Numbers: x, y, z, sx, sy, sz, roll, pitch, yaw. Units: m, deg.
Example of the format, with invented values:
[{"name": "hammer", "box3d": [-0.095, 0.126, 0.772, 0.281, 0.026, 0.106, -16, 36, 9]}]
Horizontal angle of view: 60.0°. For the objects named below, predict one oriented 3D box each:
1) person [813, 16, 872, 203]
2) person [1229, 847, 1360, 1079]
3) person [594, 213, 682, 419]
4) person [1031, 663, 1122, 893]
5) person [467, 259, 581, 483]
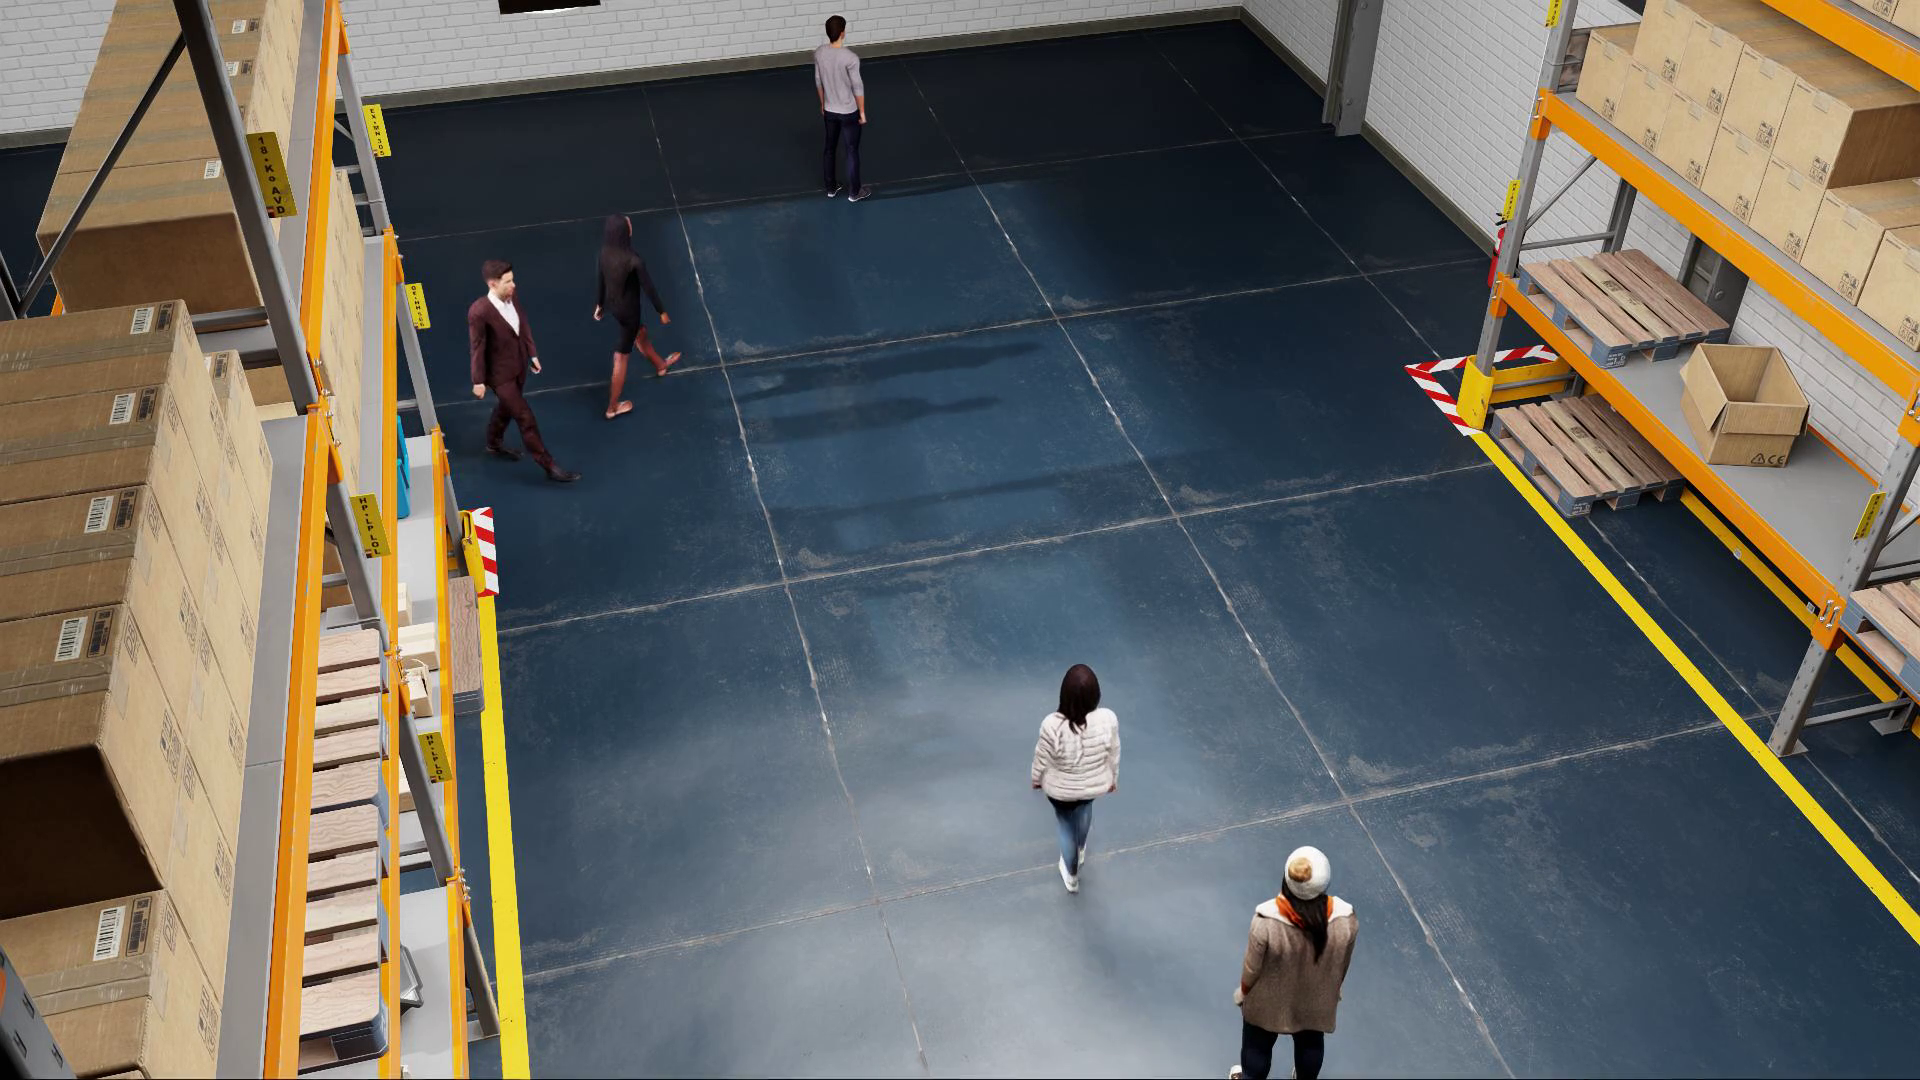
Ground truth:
[{"name": "person", "box3d": [-1.161, -4.194, 16.157, 0.730, 1.844, 0.777, 18, 42, 21]}, {"name": "person", "box3d": [1.619, 2.176, 8.140, 0.754, 1.894, 0.737, -2, 39, -2]}, {"name": "person", "box3d": [-2.728, -1.756, 13.241, 1.180, 1.673, 1.131, 28, 46, 30]}, {"name": "person", "box3d": [0.672, 1.393, 9.332, 0.653, 1.631, 0.658, -7, 39, -8]}, {"name": "person", "box3d": [-3.486, -1.294, 12.553, 1.210, 1.809, 1.233, 14, 41, 17]}]
